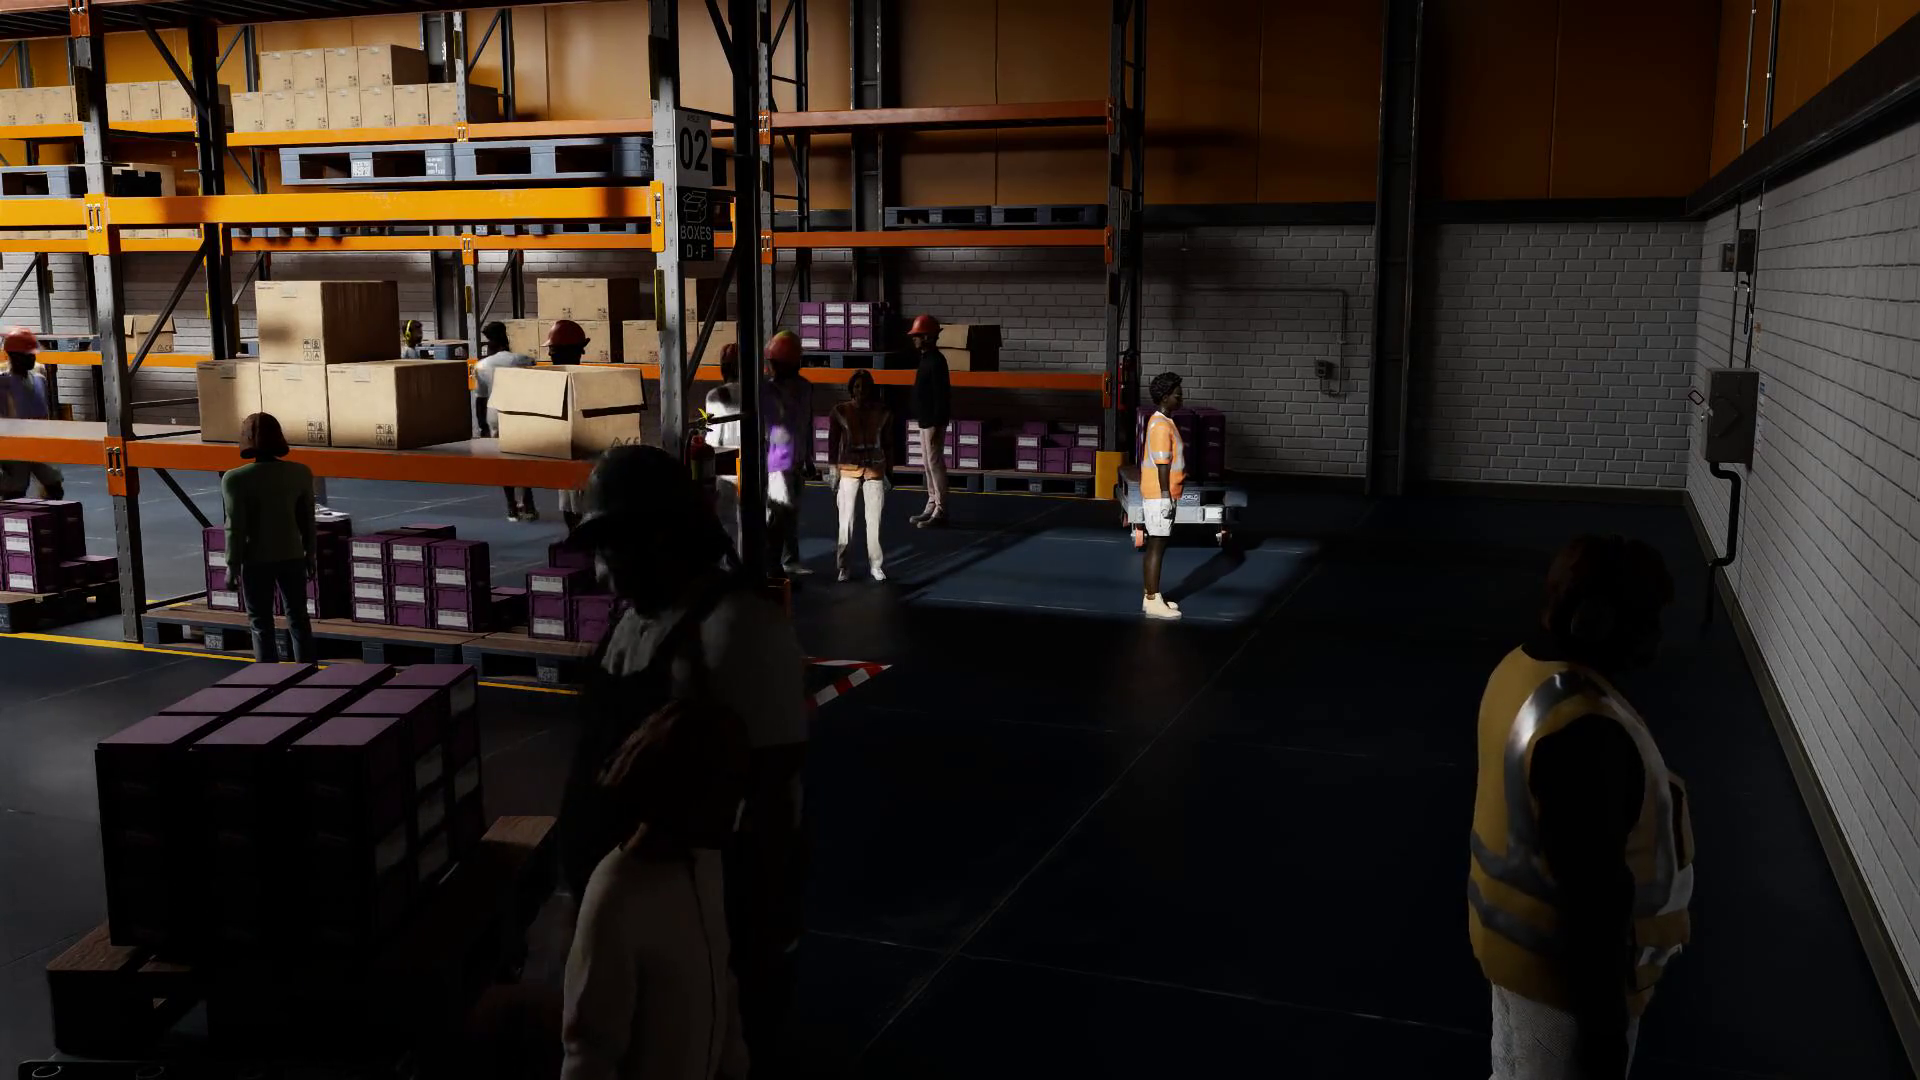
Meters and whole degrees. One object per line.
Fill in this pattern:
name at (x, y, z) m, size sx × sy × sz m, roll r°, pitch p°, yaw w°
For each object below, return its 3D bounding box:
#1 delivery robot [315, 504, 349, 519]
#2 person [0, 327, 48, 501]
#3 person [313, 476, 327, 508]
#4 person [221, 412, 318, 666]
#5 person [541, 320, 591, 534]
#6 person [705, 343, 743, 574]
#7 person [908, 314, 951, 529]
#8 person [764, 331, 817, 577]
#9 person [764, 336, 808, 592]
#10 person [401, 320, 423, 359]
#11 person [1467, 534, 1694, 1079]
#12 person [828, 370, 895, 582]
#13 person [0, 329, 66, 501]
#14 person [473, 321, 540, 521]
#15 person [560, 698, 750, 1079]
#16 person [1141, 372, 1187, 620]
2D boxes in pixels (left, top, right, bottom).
delivery robot at (-5.339, -0.129, 13.623) m, size 0.707 × 0.478 × 0.477 m, roll 6°, pitch 11°, yaw 33°
person at (-8.736, -1.028, 15.474) m, size 0.825 × 1.883 × 0.572 m, roll 7°, pitch 11°, yaw 36°
person at (-6.131, -0.997, 15.381) m, size 0.629 × 1.836 × 0.429 m, roll -5°, pitch 10°, yaw -30°
person at (-3.684, 0.132, 8.900) m, size 0.270 × 1.632 × 0.509 m, roll 8°, pitch 12°, yaw 40°
person at (-2.752, -0.532, 11.795) m, size 0.374 × 2.044 × 0.606 m, roll -6°, pitch 11°, yaw -31°
person at (-1.622, -0.494, 12.095) m, size 0.614 × 1.874 × 0.459 m, roll -8°, pitch 12°, yaw -43°
person at (-0.287, -1.099, 15.498) m, size 0.396 × 1.993 × 0.618 m, roll -2°, pitch 9°, yaw -11°
person at (-1.356, -0.655, 12.921) m, size 0.375 × 1.929 × 0.585 m, roll 8°, pitch 12°, yaw 42°
person at (-1.328, -0.542, 12.249) m, size 0.466 × 1.915 × 0.581 m, roll 2°, pitch 9°, yaw 12°
person at (-6.242, -1.596, 19.083) m, size 0.378 × 1.856 × 0.511 m, roll -1°, pitch 9°, yaw -6°
person at (1.284, 0.896, 3.480) m, size 0.429 × 1.837 × 0.621 m, roll 1°, pitch 9°, yaw 6°
person at (-0.757, -0.494, 12.815) m, size 0.524 × 1.639 × 0.306 m, roll -2°, pitch 9°, yaw -13°
person at (-7.510, -0.727, 13.387) m, size 0.489 × 1.917 × 0.564 m, roll 4°, pitch 10°, yaw 23°
person at (-4.320, -1.127, 15.907) m, size 0.672 × 1.922 × 0.664 m, roll -1°, pitch 9°, yaw -6°
person at (-0.477, 1.084, 2.986) m, size 0.560 × 1.607 × 0.545 m, roll 2°, pitch 9°, yaw 11°
person at (1.403, -0.308, 11.471) m, size 0.316 × 1.695 × 0.542 m, roll 1°, pitch 9°, yaw 4°
